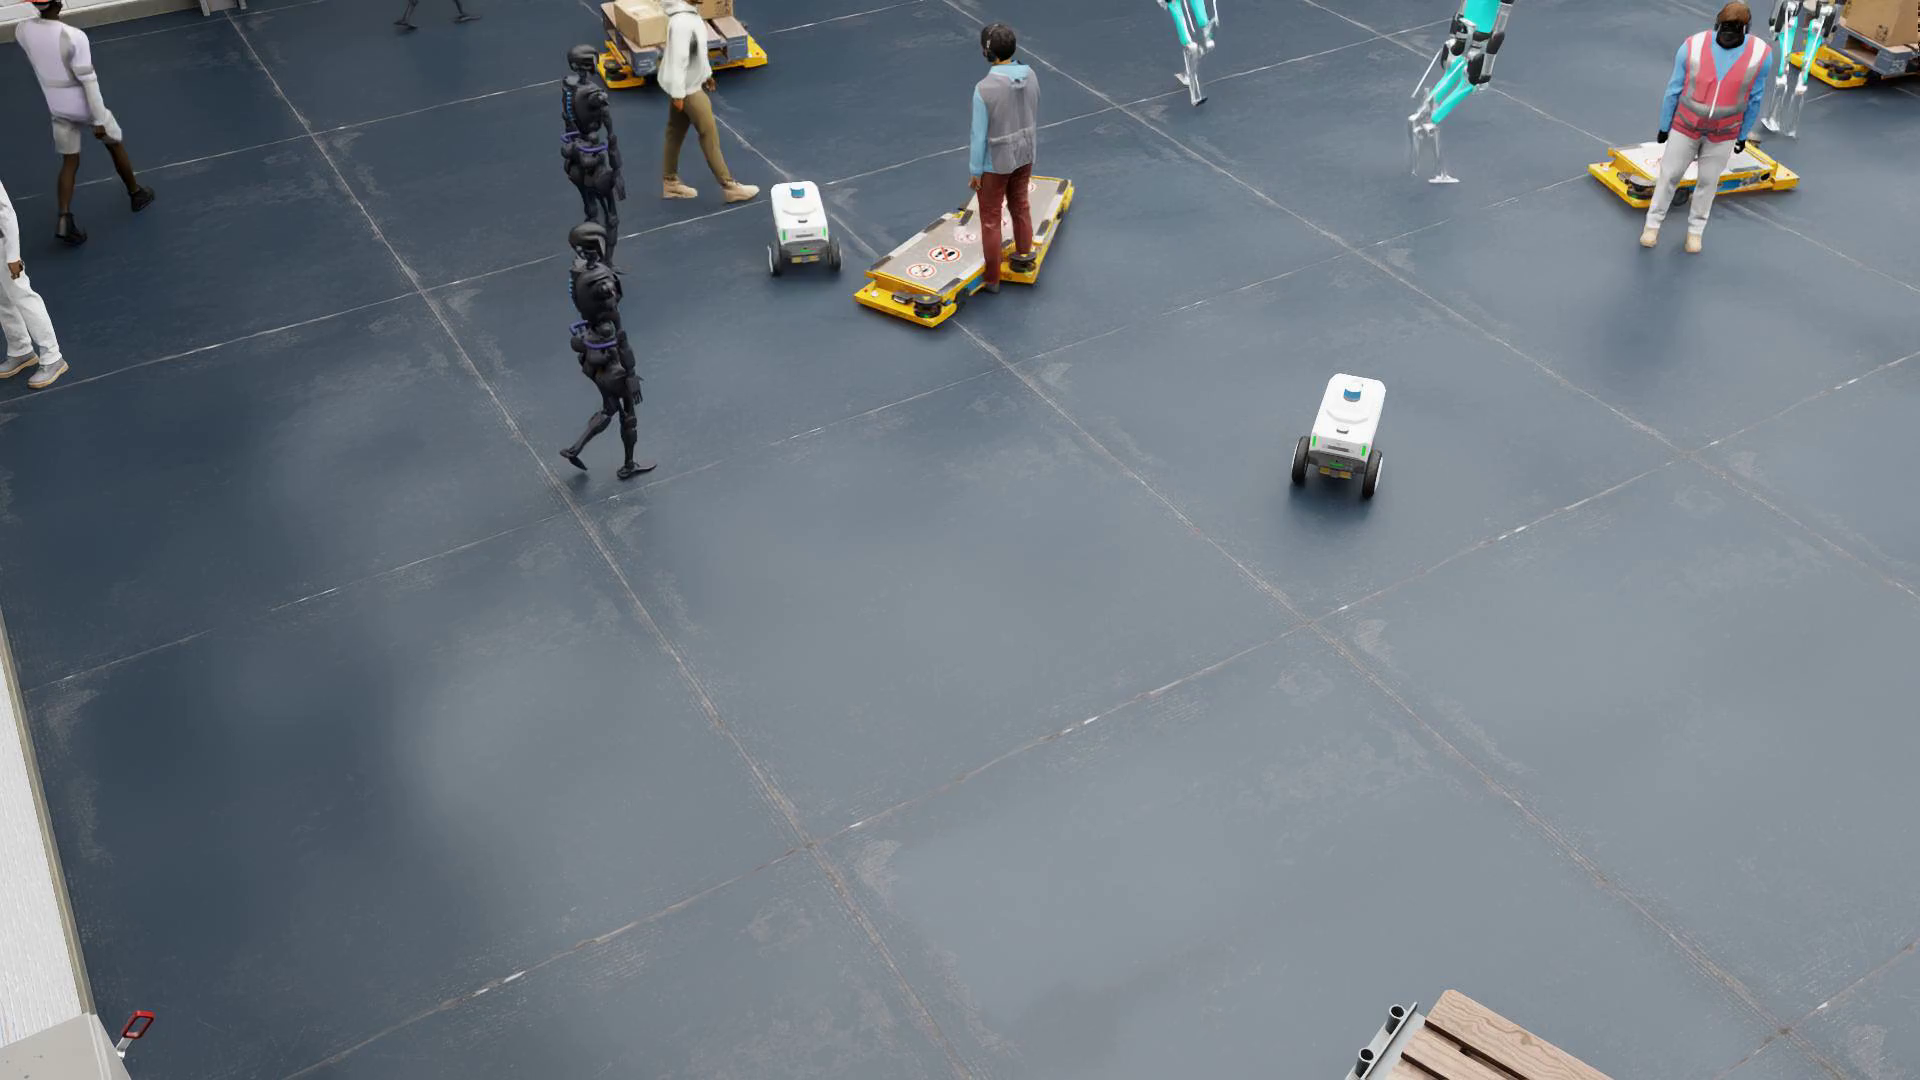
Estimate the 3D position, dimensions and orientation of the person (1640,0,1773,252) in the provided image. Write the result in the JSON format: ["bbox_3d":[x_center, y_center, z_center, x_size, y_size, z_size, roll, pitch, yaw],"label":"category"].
[{"bbox_3d":[5.229,-2.892,11.689,0.629,1.833,0.433,15,41,18],"label":"person"}]

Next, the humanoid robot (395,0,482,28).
[{"bbox_3d":[-4.884,-5.460,15.100,0.778,1.647,0.589,-24,44,-28],"label":"humanoid robot"}]

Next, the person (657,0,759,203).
[{"bbox_3d":[-1.916,-3.343,12.329,0.833,1.722,0.532,-4,39,-5],"label":"person"}]

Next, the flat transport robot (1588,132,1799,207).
[{"bbox_3d":[5.703,-2.876,12.921,1.431,0.231,0.659,-9,39,-12],"label":"flat transport robot"}]

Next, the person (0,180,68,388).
[{"bbox_3d":[-6.027,-1.821,10.289,0.572,1.886,0.354,16,41,19],"label":"person"}]

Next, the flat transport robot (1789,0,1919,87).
[{"bbox_3d":[8.119,-4.274,14.685,1.431,0.231,0.659,-11,40,-14],"label":"flat transport robot"}]

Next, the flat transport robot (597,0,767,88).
[{"bbox_3d":[-2.489,-4.295,14.712,1.431,0.231,0.659,-15,41,-18],"label":"flat transport robot"}]

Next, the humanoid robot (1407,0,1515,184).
[{"bbox_3d":[3.701,-3.559,12.628,0.769,1.802,0.536,-15,41,-18],"label":"humanoid robot"}]

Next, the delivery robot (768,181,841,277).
[{"bbox_3d":[-1.144,-2.249,11.907,0.499,0.603,0.794,-7,39,-9],"label":"delivery robot"}]

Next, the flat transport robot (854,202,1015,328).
[{"bbox_3d":[-0.069,-1.962,11.767,0.659,0.231,1.431,22,43,26],"label":"flat transport robot"}]

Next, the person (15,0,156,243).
[{"bbox_3d":[-6.360,-3.093,11.884,0.537,1.905,0.964,5,39,6],"label":"person"}]

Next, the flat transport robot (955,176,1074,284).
[{"bbox_3d":[0.380,-2.336,12.240,0.659,0.231,1.431,9,39,11],"label":"flat transport robot"}]

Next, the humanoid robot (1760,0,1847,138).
[{"bbox_3d":[6.712,-4.030,13.240,0.530,1.823,0.783,12,40,15],"label":"humanoid robot"}]

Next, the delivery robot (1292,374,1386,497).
[{"bbox_3d":[2.290,-0.640,9.884,0.499,0.614,0.808,13,40,15],"label":"delivery robot"}]

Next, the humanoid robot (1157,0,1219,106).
[{"bbox_3d":[1.950,-4.487,13.841,0.572,1.863,0.843,-14,40,-17],"label":"humanoid robot"}]

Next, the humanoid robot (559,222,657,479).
[{"bbox_3d":[-2.080,-1.031,9.461,0.536,1.640,0.590,-24,44,-28],"label":"humanoid robot"}]

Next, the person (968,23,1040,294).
[{"bbox_3d":[0.299,-2.548,11.219,0.541,1.871,0.419,-28,46,-31],"label":"person"}]

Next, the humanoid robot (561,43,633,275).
[{"bbox_3d":[-2.534,-2.614,11.458,0.584,1.651,0.323,29,47,32],"label":"humanoid robot"}]
